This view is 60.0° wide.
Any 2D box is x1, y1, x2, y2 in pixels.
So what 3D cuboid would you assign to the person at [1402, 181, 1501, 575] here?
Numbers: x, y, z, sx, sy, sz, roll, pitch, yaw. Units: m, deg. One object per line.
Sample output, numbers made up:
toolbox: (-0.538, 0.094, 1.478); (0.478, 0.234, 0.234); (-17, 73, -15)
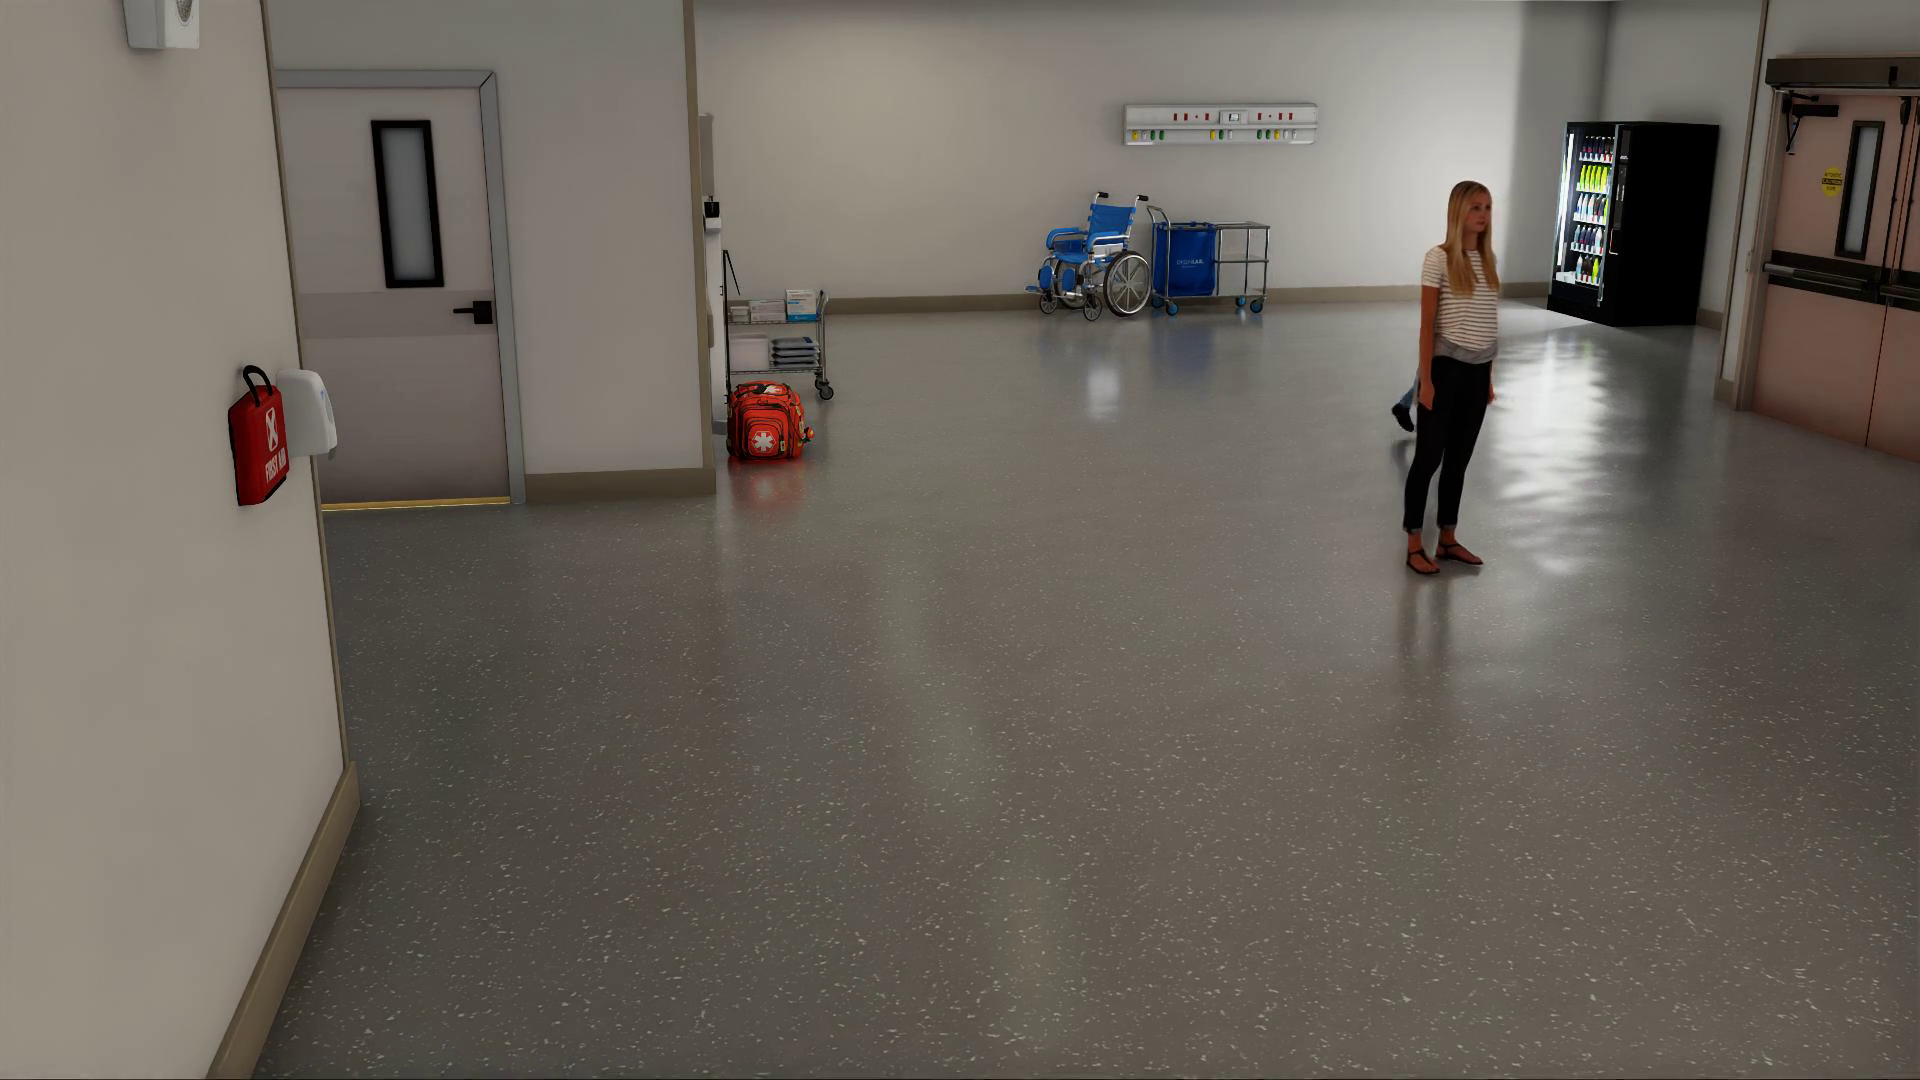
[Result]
person: (2.305, -0.761, 7.811); (0.661, 1.825, 0.640); (-9, 18, -29)
